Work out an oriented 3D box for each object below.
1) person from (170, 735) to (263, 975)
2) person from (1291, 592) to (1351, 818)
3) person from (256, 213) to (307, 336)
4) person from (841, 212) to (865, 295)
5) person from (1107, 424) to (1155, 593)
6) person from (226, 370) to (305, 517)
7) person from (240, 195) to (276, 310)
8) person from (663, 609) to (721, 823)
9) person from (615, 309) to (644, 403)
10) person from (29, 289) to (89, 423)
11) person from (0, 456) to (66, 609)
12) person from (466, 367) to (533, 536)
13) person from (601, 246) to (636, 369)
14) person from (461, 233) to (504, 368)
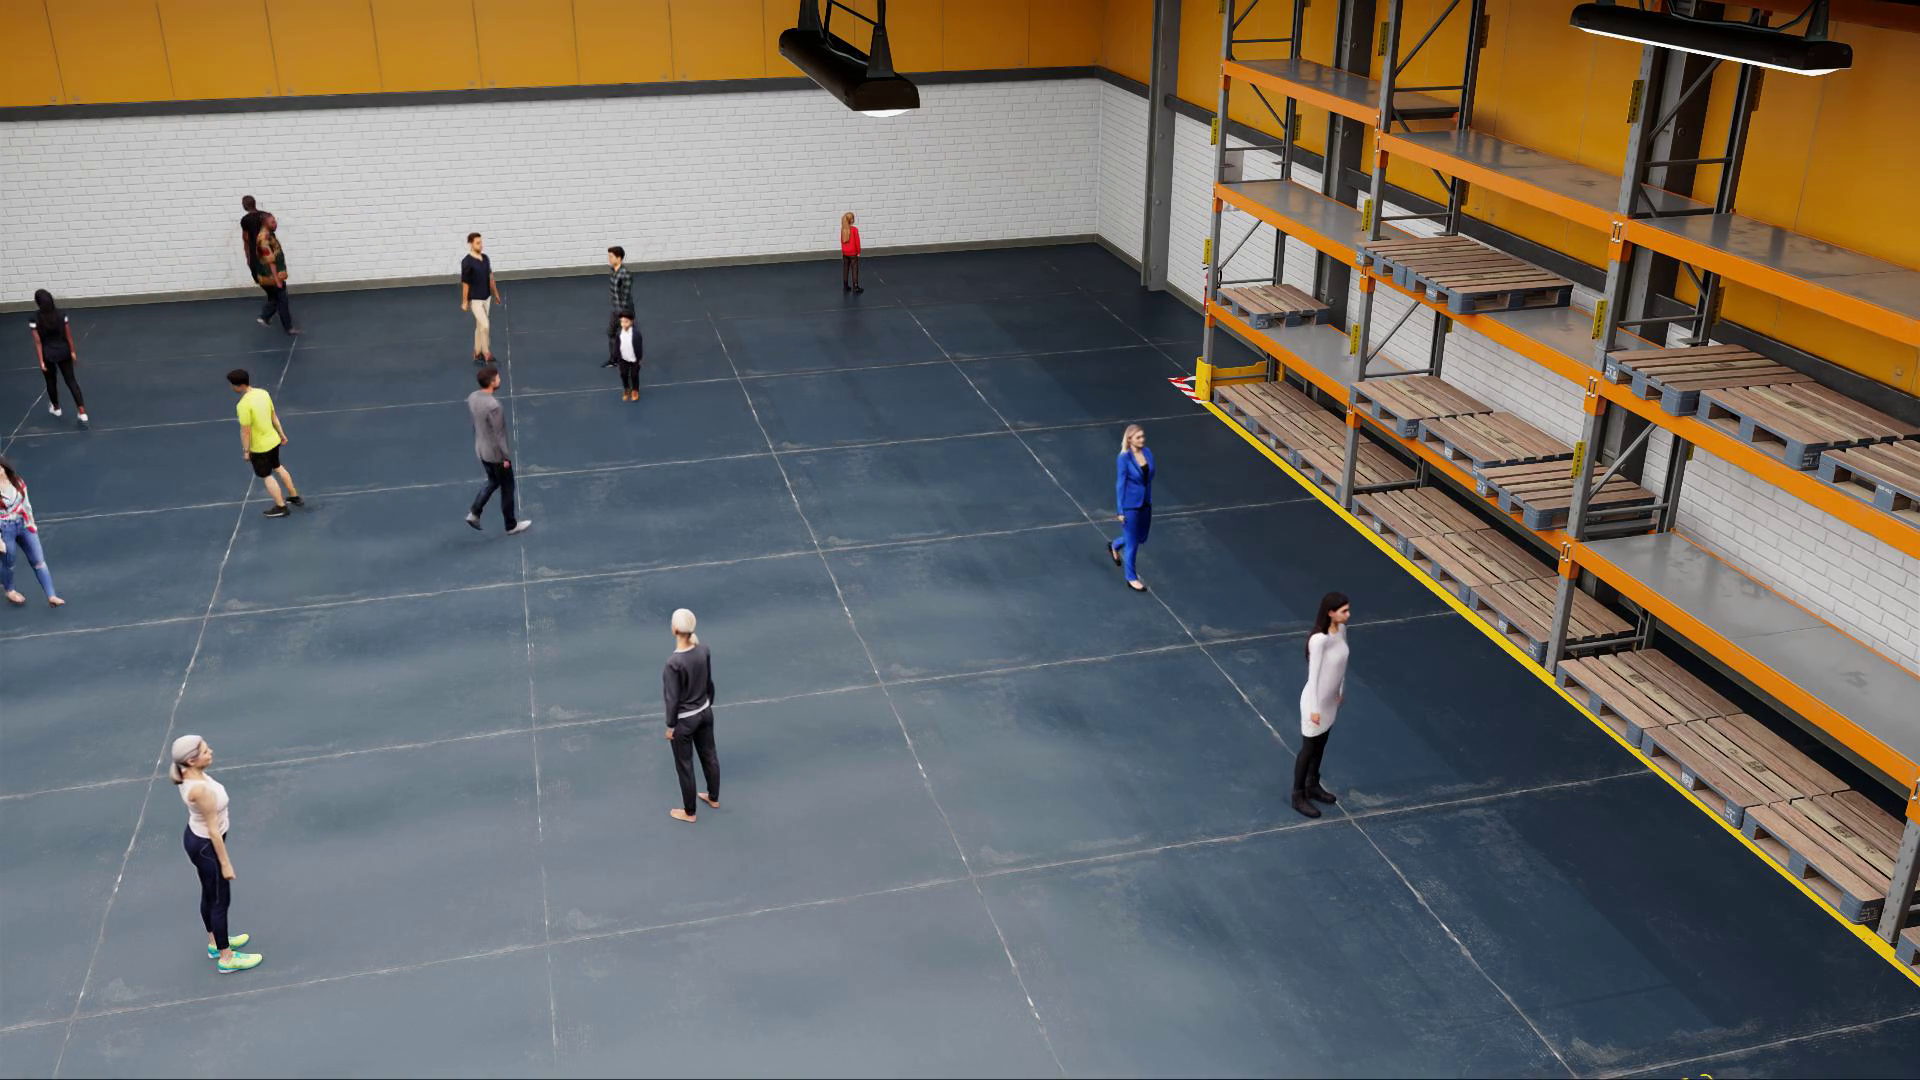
[{"bbox_3d":[-4.902,2.023,10.841,0.740,1.702,0.600,-17,29,-34],"label":"person"},{"bbox_3d":[2.726,1.206,12.578,0.704,1.806,0.687,20,31,38],"label":"person"},{"bbox_3d":[-10.022,-3.843,24.142,0.788,1.796,0.845,-4,24,-10],"label":"person"},{"bbox_3d":[-1.745,-4.583,26.478,0.576,1.281,0.634,13,27,27],"label":"person"},{"bbox_3d":[1.632,-0.340,16.270,0.839,1.683,0.992,-18,29,-35],"label":"person"},{"bbox_3d":[-7.451,-1.056,17.928,0.899,1.667,0.765,11,26,24],"label":"person"},{"bbox_3d":[-10.521,-4.288,25.158,1.062,1.798,0.994,15,28,31],"label":"person"},{"bbox_3d":[-2.023,1.296,12.473,0.715,1.726,0.690,18,29,35],"label":"person"},{"bbox_3d":[-4.273,-2.414,21.595,0.549,1.218,0.546,0,24,0],"label":"person"},{"bbox_3d":[-11.150,-2.240,20.613,0.984,1.685,1.230,-20,31,-39],"label":"person"},{"bbox_3d":[-9.065,-0.080,15.812,1.102,1.573,1.050,12,26,25],"label":"person"},{"bbox_3d":[-4.915,-0.893,17.316,1.009,1.859,1.032,19,30,36],"label":"person"},{"bbox_3d":[-4.537,-3.169,22.599,0.904,1.704,0.870,-18,30,-36],"label":"person"},{"bbox_3d":[-6.692,-3.319,22.892,0.983,1.837,0.926,12,26,26],"label":"person"}]
